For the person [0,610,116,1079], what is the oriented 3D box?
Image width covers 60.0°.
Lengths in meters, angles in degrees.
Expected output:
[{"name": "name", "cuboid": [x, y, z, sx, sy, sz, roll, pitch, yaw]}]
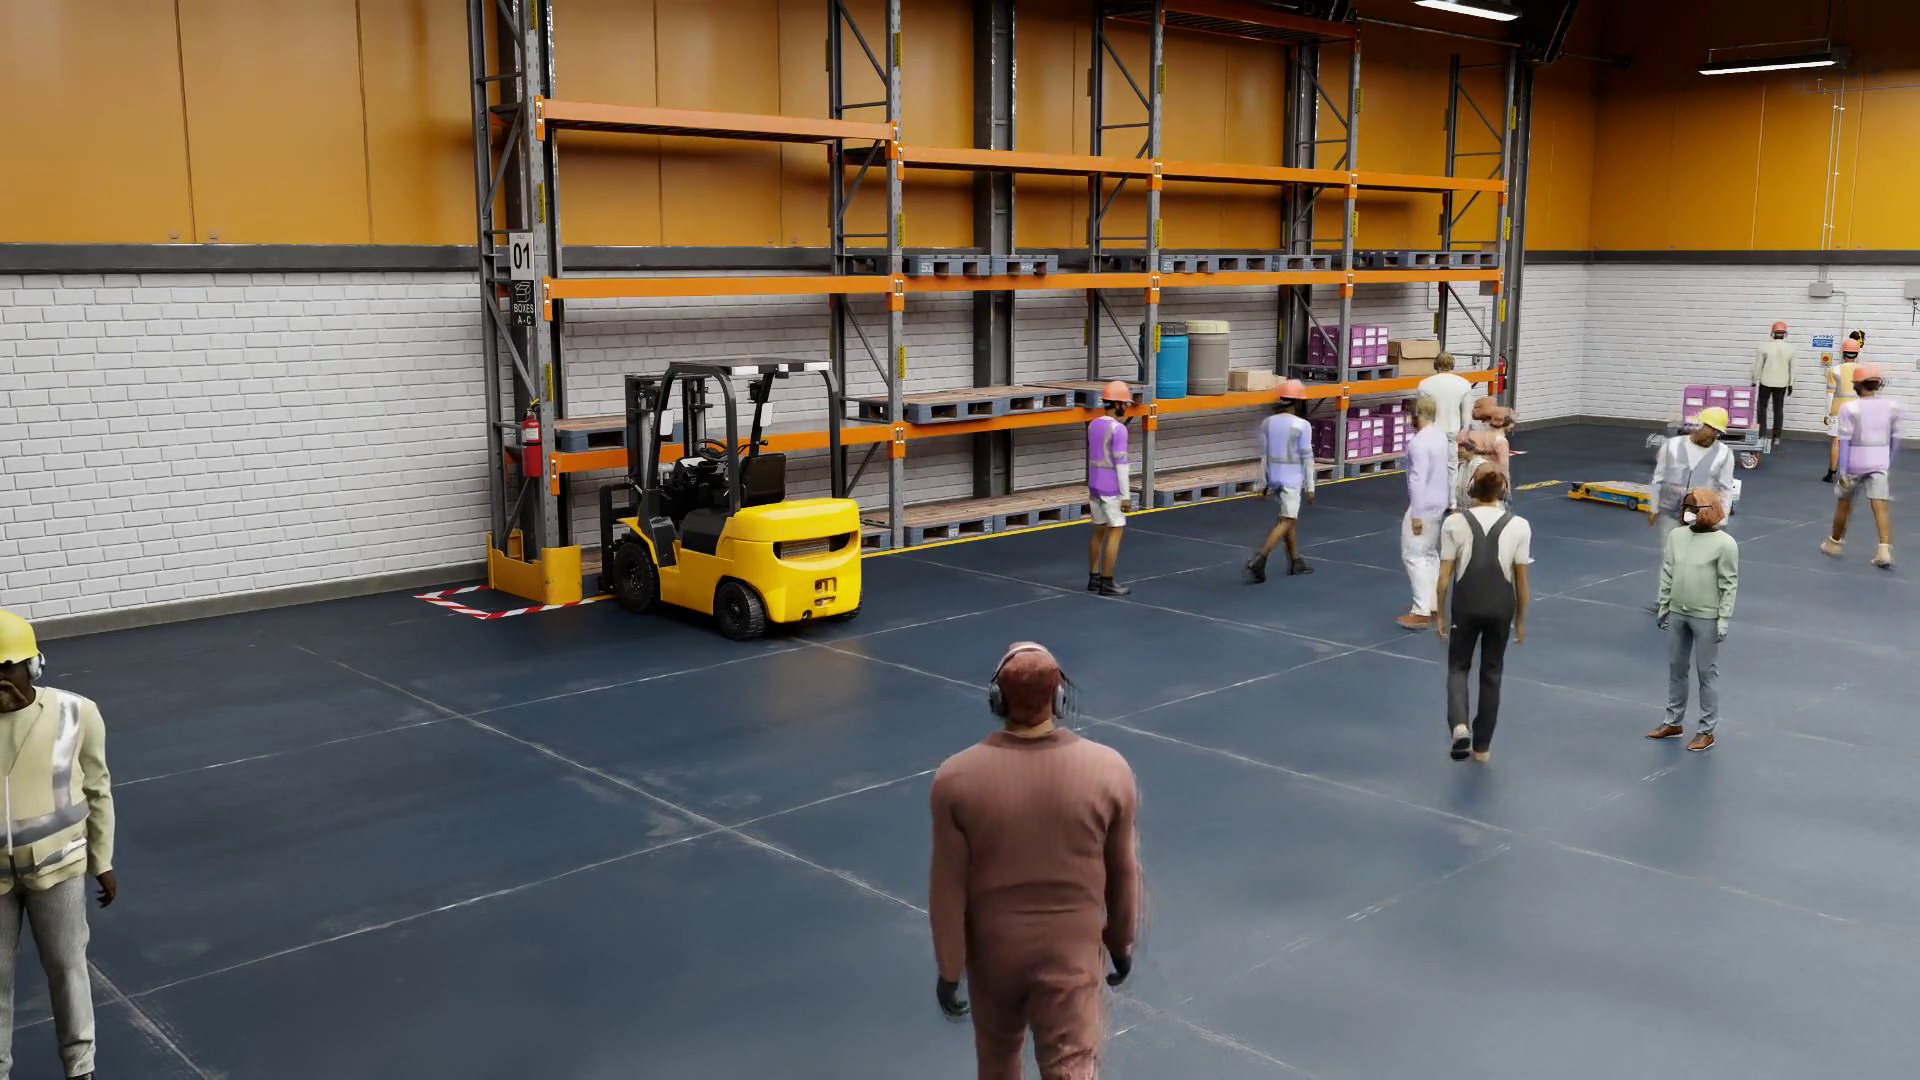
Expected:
[{"name": "person", "cuboid": [-3.278, 1.140, 5.811, 0.588, 1.835, 0.404, -4, 11, -23]}]

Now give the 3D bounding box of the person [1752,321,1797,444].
[{"name": "person", "cuboid": [13.128, -2.527, 26.822, 0.643, 1.984, 0.417, 1, 10, 9]}]

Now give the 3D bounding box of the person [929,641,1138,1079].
[{"name": "person", "cuboid": [0.231, 1.245, 5.126, 0.646, 1.874, 0.976, 0, 10, 0]}]

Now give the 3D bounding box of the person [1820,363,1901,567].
[{"name": "person", "cuboid": [8.960, -0.748, 16.442, 0.625, 1.995, 1.063, 1, 10, 5]}]

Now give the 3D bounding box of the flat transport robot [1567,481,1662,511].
[{"name": "flat transport robot", "cuboid": [8.183, -0.548, 20.264, 0.652, 0.197, 1.431, -4, 11, -24]}]

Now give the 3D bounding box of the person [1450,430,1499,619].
[{"name": "person", "cuboid": [4.269, -0.086, 13.626, 0.359, 1.612, 0.661, -2, 10, -14]}]

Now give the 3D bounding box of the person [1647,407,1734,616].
[{"name": "person", "cuboid": [6.130, -0.221, 13.931, 0.675, 1.789, 0.405, 6, 11, 30]}]

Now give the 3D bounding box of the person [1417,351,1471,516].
[{"name": "person", "cuboid": [5.619, -1.231, 19.390, 0.635, 1.936, 0.355, 0, 10, -2]}]

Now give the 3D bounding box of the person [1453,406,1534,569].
[{"name": "person", "cuboid": [5.165, -0.486, 15.994, 0.819, 1.589, 0.523, 1, 10, 7]}]

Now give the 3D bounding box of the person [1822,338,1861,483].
[{"name": "person", "cuboid": [11.851, -1.721, 22.255, 0.545, 1.939, 0.354, 2, 10, 13]}]

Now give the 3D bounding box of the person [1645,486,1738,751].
[{"name": "person", "cuboid": [4.536, 0.476, 10.283, 0.271, 1.632, 0.508, -5, 11, -27]}]

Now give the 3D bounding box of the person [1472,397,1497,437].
[{"name": "person", "cuboid": [5.329, -0.639, 16.881, 0.549, 1.611, 0.434, -8, 13, -40]}]

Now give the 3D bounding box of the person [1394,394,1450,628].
[{"name": "person", "cuboid": [3.830, -0.237, 13.737, 0.381, 1.917, 0.740, 7, 12, 35]}]

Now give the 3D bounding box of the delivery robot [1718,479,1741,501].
[{"name": "delivery robot", "cuboid": [8.776, -0.599, 19.457, 0.707, 0.478, 0.477, -4, 10, -23]}]

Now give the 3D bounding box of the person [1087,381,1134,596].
[{"name": "person", "cuboid": [1.359, -0.463, 14.947, 0.399, 1.927, 0.544, -5, 11, -27]}]

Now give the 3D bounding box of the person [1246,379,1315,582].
[{"name": "person", "cuboid": [3.024, -0.556, 15.567, 0.934, 1.902, 0.556, -7, 12, -37]}]

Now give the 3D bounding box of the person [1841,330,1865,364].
[{"name": "person", "cuboid": [14.066, -2.360, 26.194, 0.328, 1.872, 0.509, -2, 10, -10]}]

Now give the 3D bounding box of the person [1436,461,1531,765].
[{"name": "person", "cuboid": [3.086, 0.455, 9.847, 0.517, 1.831, 0.499, 3, 10, 15]}]

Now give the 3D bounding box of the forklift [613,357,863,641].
[{"name": "forklift", "cuboid": [-1.847, -0.414, 13.852, 1.214, 2.155, 2.313, -9, 13, -42]}]
